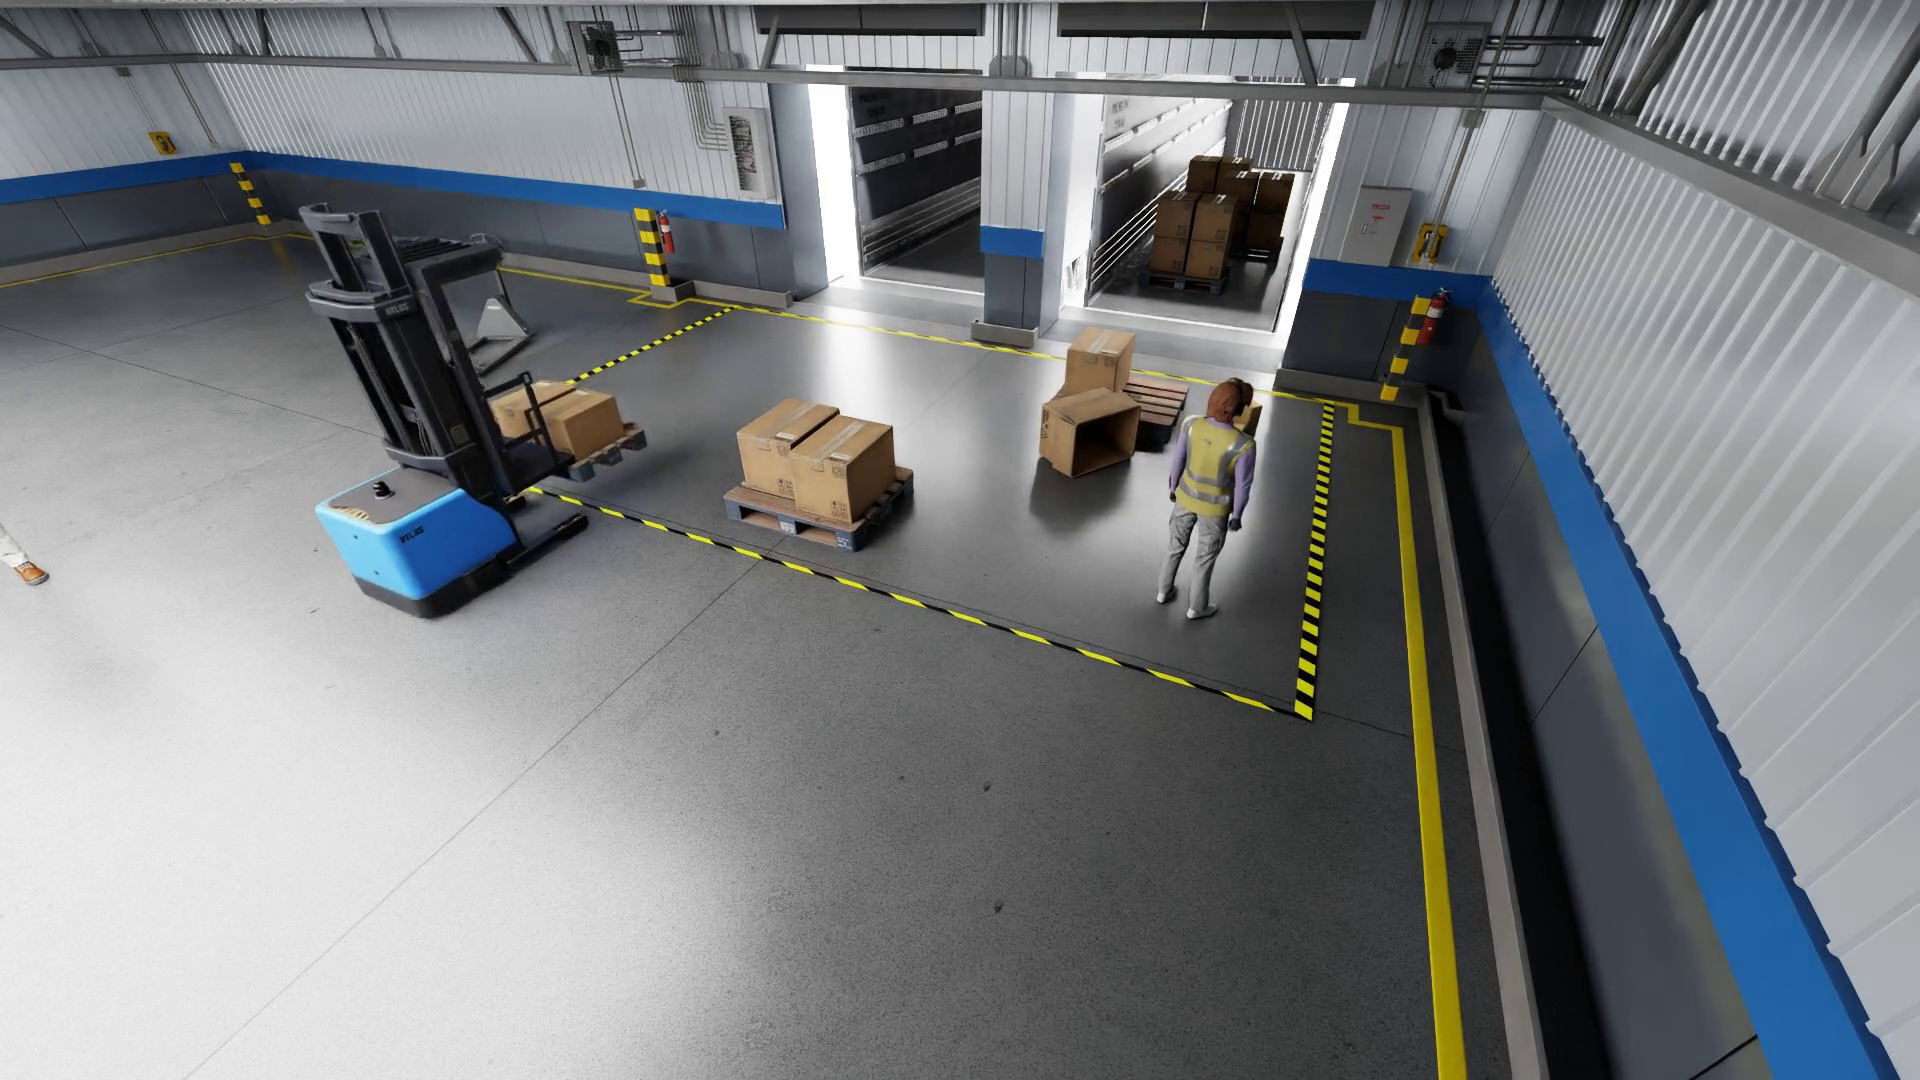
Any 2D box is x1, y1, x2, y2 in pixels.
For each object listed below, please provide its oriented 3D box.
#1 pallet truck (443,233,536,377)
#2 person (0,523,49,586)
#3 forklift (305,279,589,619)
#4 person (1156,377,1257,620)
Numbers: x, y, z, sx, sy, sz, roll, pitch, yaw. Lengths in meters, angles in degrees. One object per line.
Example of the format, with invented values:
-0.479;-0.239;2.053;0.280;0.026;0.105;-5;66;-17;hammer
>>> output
-5.664;-2.712;8.427;0.680;1.201;1.601;0;35;-1;pallet truck
-6.761;-0.456;4.649;0.389;1.949;0.601;23;42;29;person
-3.636;-0.565;4.722;0.716;2.013;0.776;15;38;20;forklift
1.527;-0.222;4.585;0.307;1.638;0.522;-28;44;-33;person
